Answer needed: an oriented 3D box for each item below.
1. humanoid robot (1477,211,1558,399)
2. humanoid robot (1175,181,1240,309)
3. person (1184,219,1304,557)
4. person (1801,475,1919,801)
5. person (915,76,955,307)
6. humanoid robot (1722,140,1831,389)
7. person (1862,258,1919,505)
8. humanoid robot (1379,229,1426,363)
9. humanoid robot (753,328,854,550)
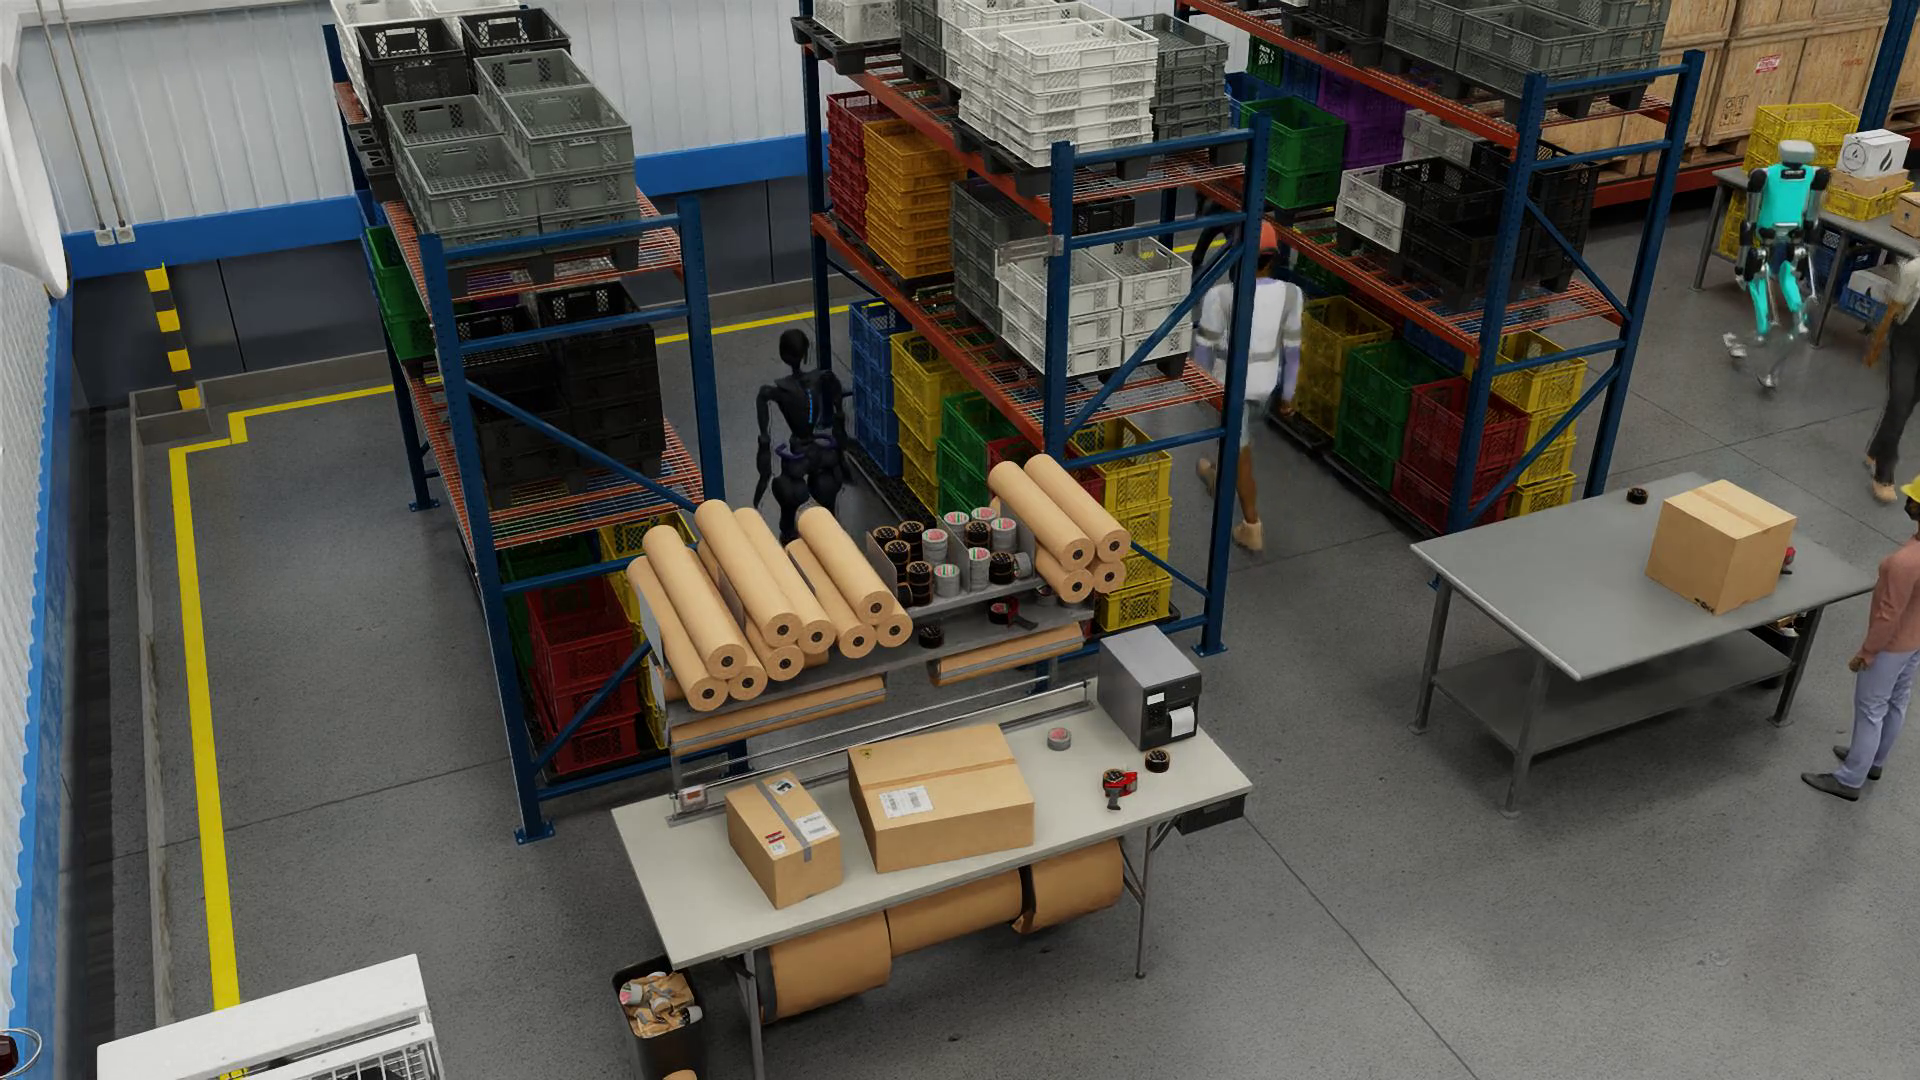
[{"bbox_3d":[3.726,-1.554,11.161,0.603,1.658,0.322,-8,33,-13],"label":"humanoid robot"},{"bbox_3d":[2.009,-2.499,12.704,0.621,1.634,0.604,-21,37,-30],"label":"humanoid robot"},{"bbox_3d":[1.676,-0.952,9.891,0.601,1.987,1.067,-9,33,-14],"label":"person"},{"bbox_3d":[4.374,0.446,7.817,0.523,1.769,0.323,-21,37,-30],"label":"person"},{"bbox_3d":[-0.163,-2.661,12.772,0.507,1.865,0.329,-12,34,-19],"label":"person"},{"bbox_3d":[5.706,-1.858,11.588,0.556,1.724,1.015,2,32,4],"label":"humanoid robot"},{"bbox_3d":[5.975,-1.091,10.260,0.546,1.818,0.789,1,32,2],"label":"person"},{"bbox_3d":[3.228,-1.978,11.846,0.597,1.641,0.638,-14,34,-21],"label":"humanoid robot"},{"bbox_3d":[-0.838,-0.378,9.278,0.615,1.629,0.737,-20,37,-29],"label":"humanoid robot"}]
